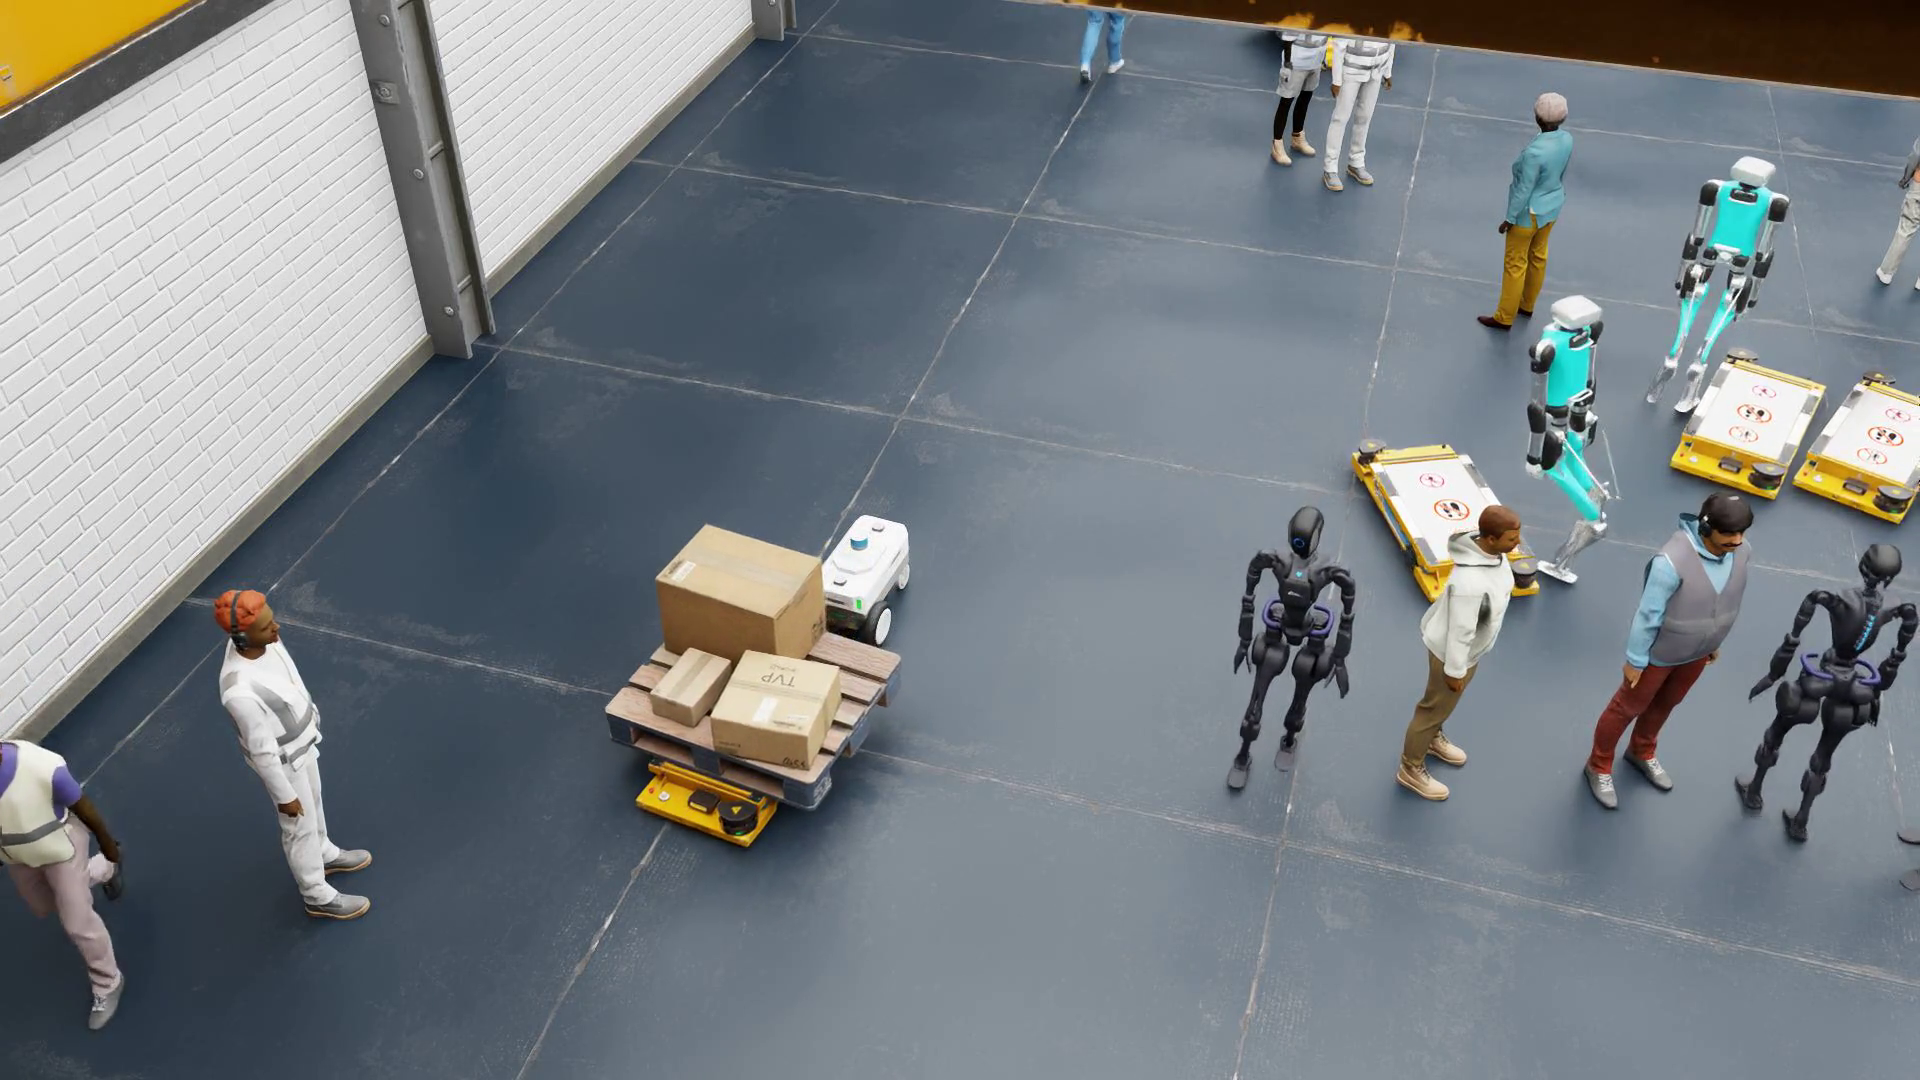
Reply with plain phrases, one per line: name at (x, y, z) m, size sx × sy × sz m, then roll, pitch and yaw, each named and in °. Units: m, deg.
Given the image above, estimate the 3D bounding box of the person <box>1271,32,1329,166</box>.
person at (2.856, -3.967, 13.797) m, size 0.531 × 1.697 × 0.319 m, roll -25°, pitch 45°, yaw -28°

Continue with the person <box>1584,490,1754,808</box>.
person at (3.458, 0.508, 8.088) m, size 0.545 × 1.877 × 0.409 m, roll -13°, pitch 41°, yaw -16°

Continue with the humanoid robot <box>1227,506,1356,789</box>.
humanoid robot at (1.640, 0.570, 8.179) m, size 0.591 × 1.648 × 0.539 m, roll 13°, pitch 40°, yaw 15°

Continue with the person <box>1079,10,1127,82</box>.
person at (1.329, -5.015, 15.095) m, size 0.501 × 1.706 × 0.682 m, roll 14°, pitch 41°, yaw 16°

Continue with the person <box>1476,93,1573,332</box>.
person at (3.999, -2.297, 11.675) m, size 0.523 × 1.746 × 0.344 m, roll -27°, pitch 46°, yaw -29°

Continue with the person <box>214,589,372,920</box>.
person at (-3.035, 0.963, 7.519) m, size 0.341 × 1.882 × 0.583 m, roll -7°, pitch 39°, yaw -9°

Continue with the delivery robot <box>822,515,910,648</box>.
delivery robot at (-0.568, 0.199, 9.522) m, size 0.499 × 0.586 × 0.772 m, roll 14°, pitch 41°, yaw 17°

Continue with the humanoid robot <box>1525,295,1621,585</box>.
humanoid robot at (3.540, -0.457, 9.428) m, size 0.549 × 1.785 × 0.834 m, roll -26°, pitch 45°, yaw -28°

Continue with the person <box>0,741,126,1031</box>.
person at (-3.939, 1.264, 7.206) m, size 0.573 × 1.811 × 0.733 m, roll 1°, pitch 39°, yaw 1°

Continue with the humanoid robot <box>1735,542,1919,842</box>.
humanoid robot at (4.156, 0.737, 7.977) m, size 0.589 × 1.640 × 0.447 m, roll 6°, pitch 39°, yaw 7°

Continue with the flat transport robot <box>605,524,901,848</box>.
flat transport robot at (-1.046, 0.979, 8.786) m, size 0.659 × 0.231 × 1.431 m, roll 16°, pitch 42°, yaw 19°

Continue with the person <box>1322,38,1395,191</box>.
person at (3.236, -3.746, 13.378) m, size 0.573 × 1.882 × 0.356 m, roll -15°, pitch 41°, yaw -18°

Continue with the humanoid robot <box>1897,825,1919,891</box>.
humanoid robot at (4.752, 0.974, 7.678) m, size 0.374 × 1.647 × 0.613 m, roll -1°, pitch 39°, yaw -2°

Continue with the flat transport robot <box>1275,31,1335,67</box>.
flat transport robot at (3.534, -4.989, 16.211) m, size 0.659 × 0.231 × 1.431 m, roll -7°, pitch 39°, yaw -8°

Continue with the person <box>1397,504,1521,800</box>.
person at (2.431, 0.521, 8.169) m, size 0.370 × 1.759 × 0.515 m, roll 17°, pitch 42°, yaw 20°

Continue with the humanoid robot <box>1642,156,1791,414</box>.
humanoid robot at (4.832, -1.524, 10.748) m, size 0.535 × 1.804 × 0.731 m, roll 23°, pitch 44°, yaw 26°

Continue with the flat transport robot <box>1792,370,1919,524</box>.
flat transport robot at (5.979, -0.622, 10.778) m, size 0.659 × 0.231 × 1.431 m, roll 27°, pitch 46°, yaw 30°

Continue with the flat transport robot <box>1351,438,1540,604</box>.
flat transport robot at (2.954, -0.149, 10.190) m, size 0.659 × 0.231 × 1.431 m, roll -5°, pitch 39°, yaw -7°

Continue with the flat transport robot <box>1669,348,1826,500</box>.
flat transport robot at (5.227, -0.786, 10.983) m, size 0.659 × 0.231 × 1.431 m, roll 23°, pitch 44°, yaw 25°

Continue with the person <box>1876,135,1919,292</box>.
person at (7.147, -2.597, 12.139) m, size 0.520 × 1.638 × 0.310 m, roll 17°, pitch 42°, yaw 19°
